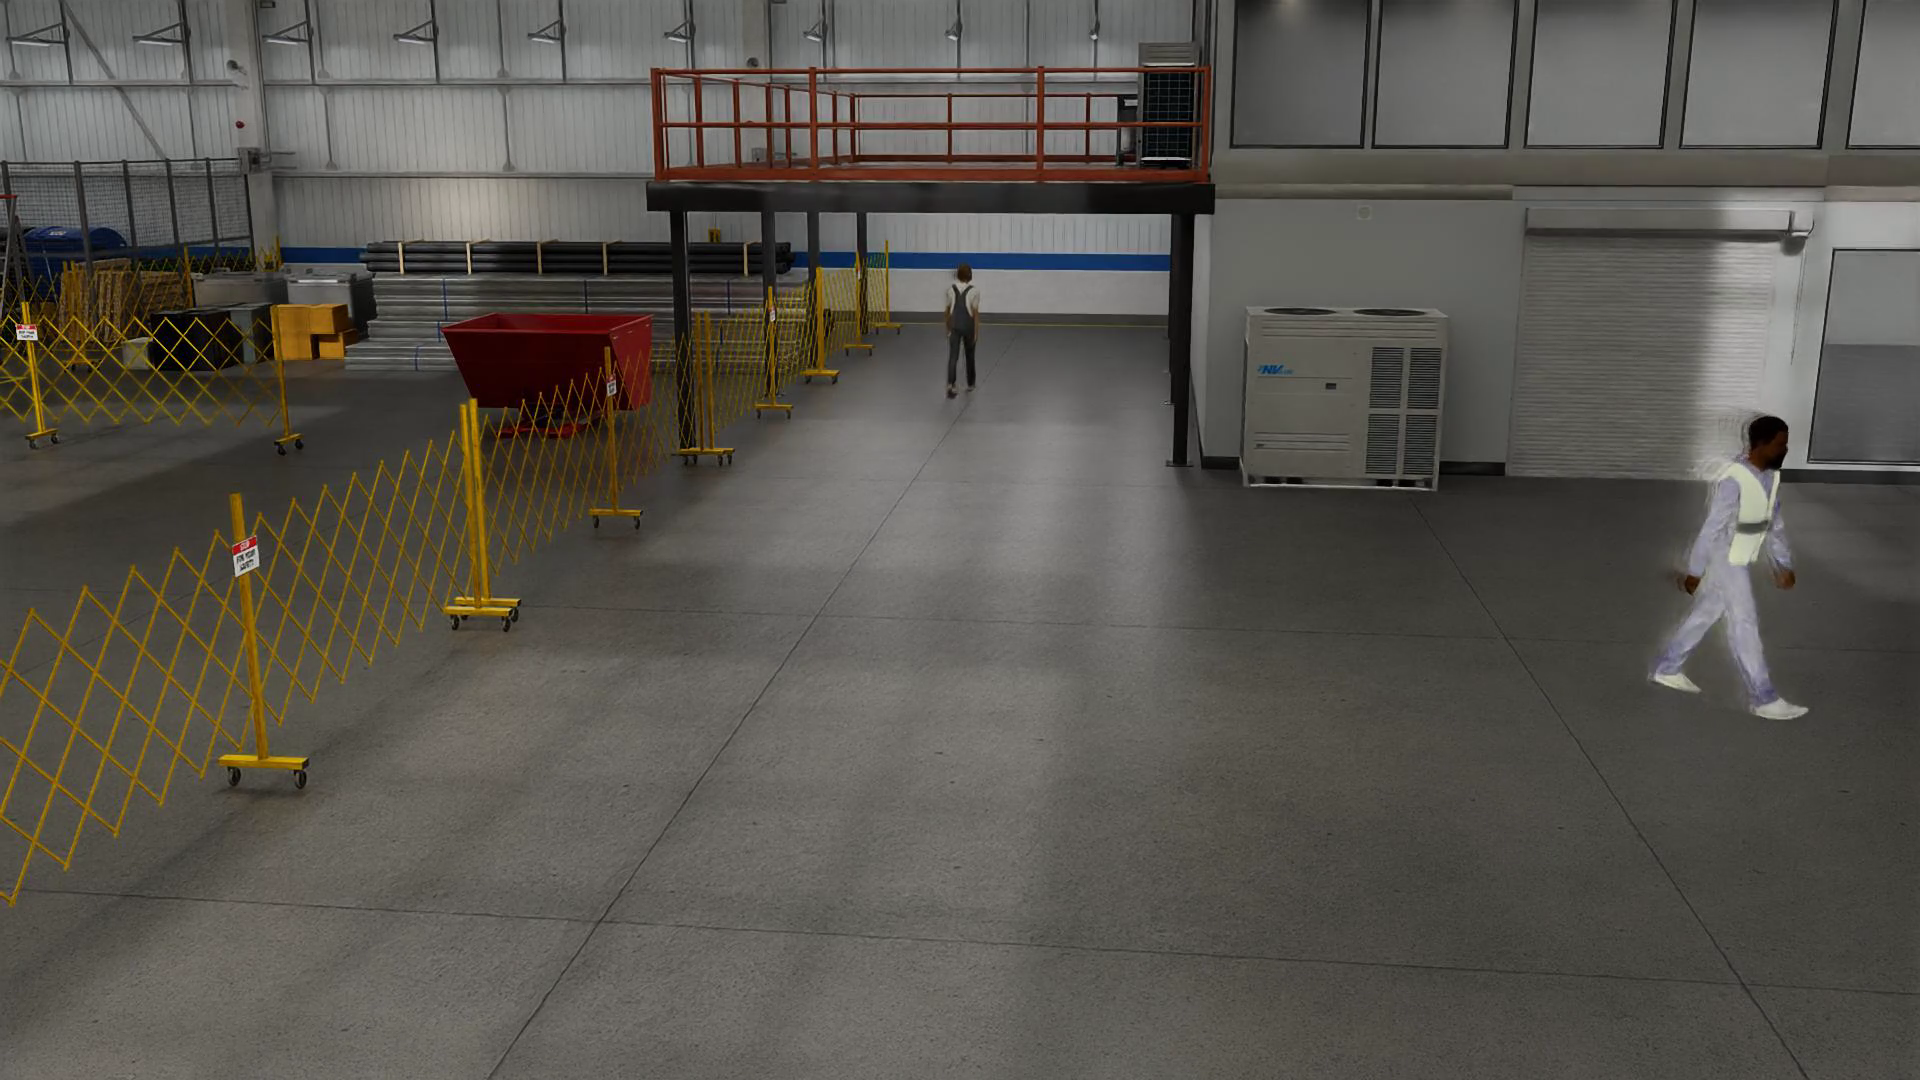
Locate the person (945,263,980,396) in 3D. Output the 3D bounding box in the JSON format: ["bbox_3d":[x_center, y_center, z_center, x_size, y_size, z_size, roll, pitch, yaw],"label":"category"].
[{"bbox_3d":[0.019,-2.889,22.840,0.521,1.808,0.938,4,14,14],"label":"person"}]

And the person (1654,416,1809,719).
[{"bbox_3d":[4.859,0.139,10.359,0.616,1.857,1.022,-13,19,-43],"label":"person"}]
